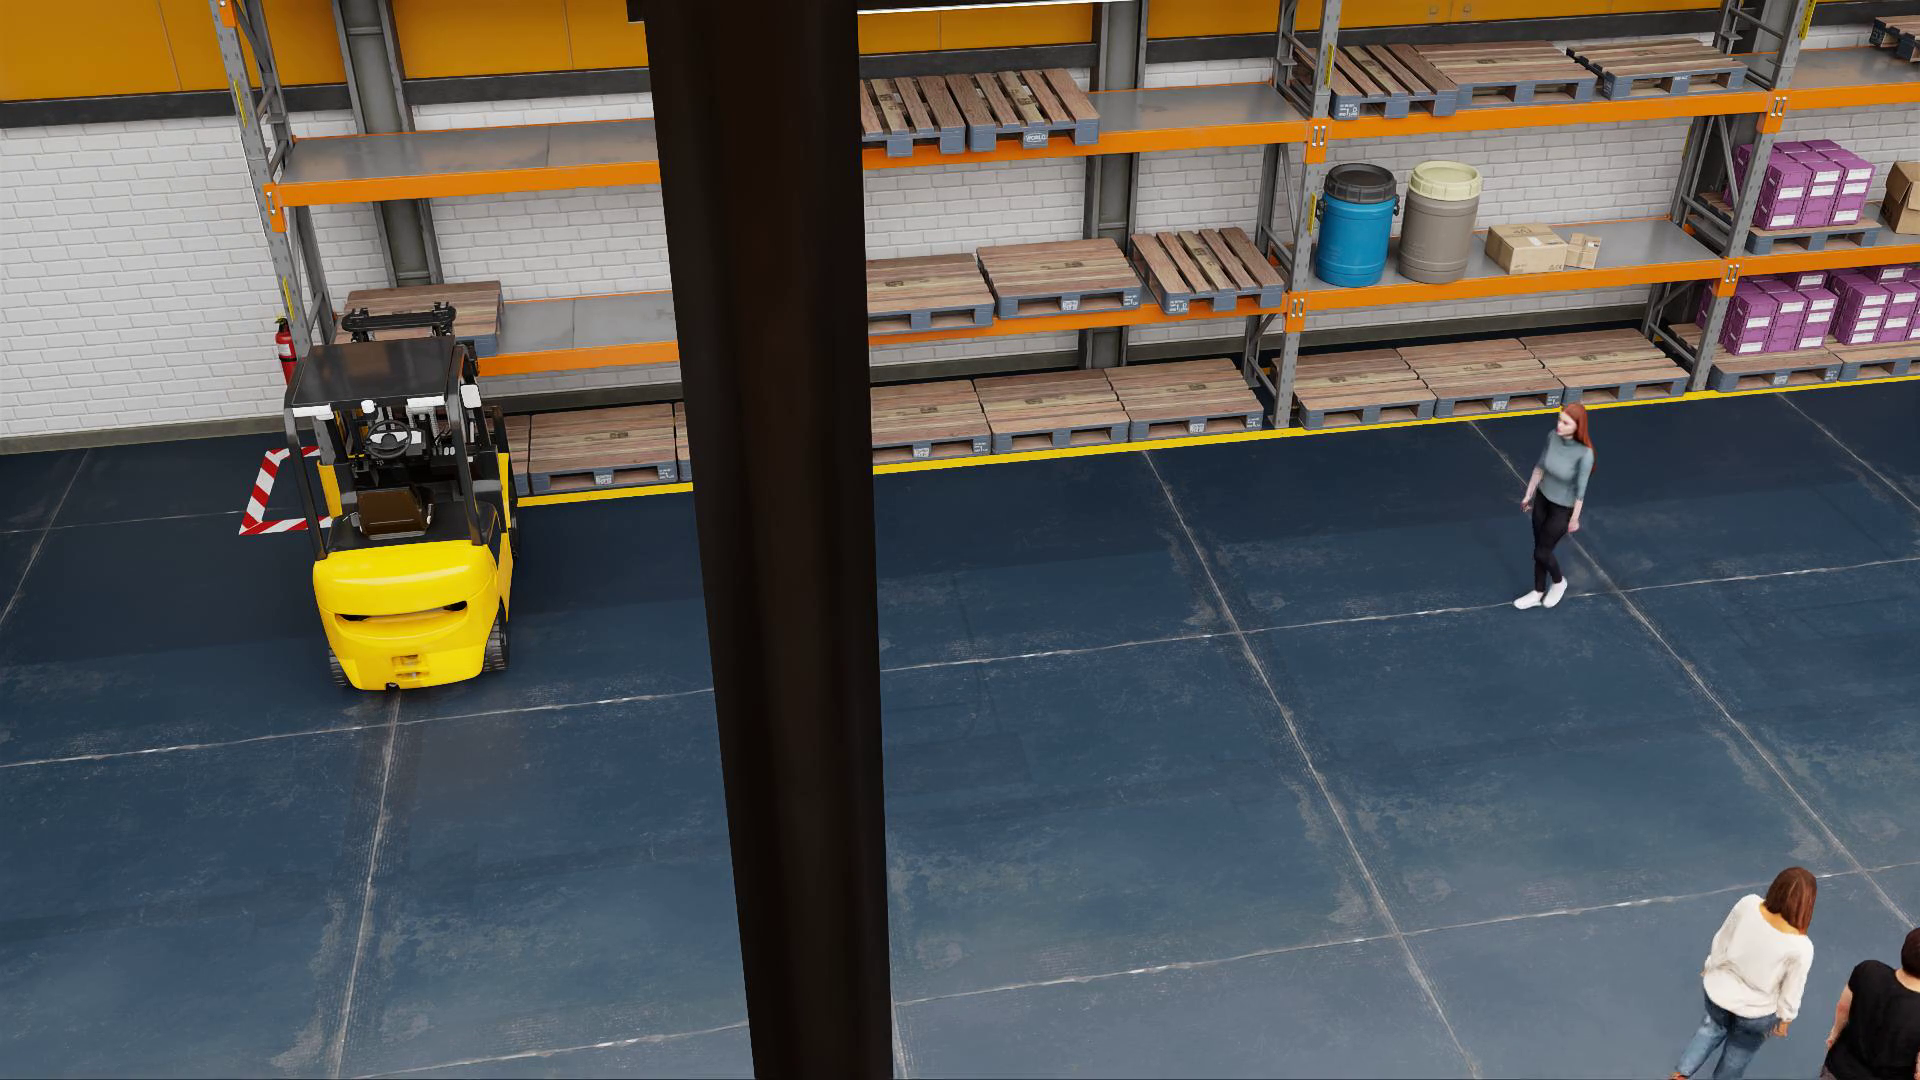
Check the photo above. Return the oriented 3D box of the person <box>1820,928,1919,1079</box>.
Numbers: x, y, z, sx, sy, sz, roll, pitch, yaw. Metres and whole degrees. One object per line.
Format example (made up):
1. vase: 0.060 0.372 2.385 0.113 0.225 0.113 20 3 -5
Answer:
1. person: 4.168 2.533 7.737 0.849 1.851 0.829 -20 38 -27

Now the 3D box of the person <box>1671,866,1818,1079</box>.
1. person: 3.836 2.295 8.265 0.853 1.662 0.778 -14 36 -20

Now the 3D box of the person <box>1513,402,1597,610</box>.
1. person: 4.361 -0.245 12.021 0.682 1.734 0.648 -12 35 -17
